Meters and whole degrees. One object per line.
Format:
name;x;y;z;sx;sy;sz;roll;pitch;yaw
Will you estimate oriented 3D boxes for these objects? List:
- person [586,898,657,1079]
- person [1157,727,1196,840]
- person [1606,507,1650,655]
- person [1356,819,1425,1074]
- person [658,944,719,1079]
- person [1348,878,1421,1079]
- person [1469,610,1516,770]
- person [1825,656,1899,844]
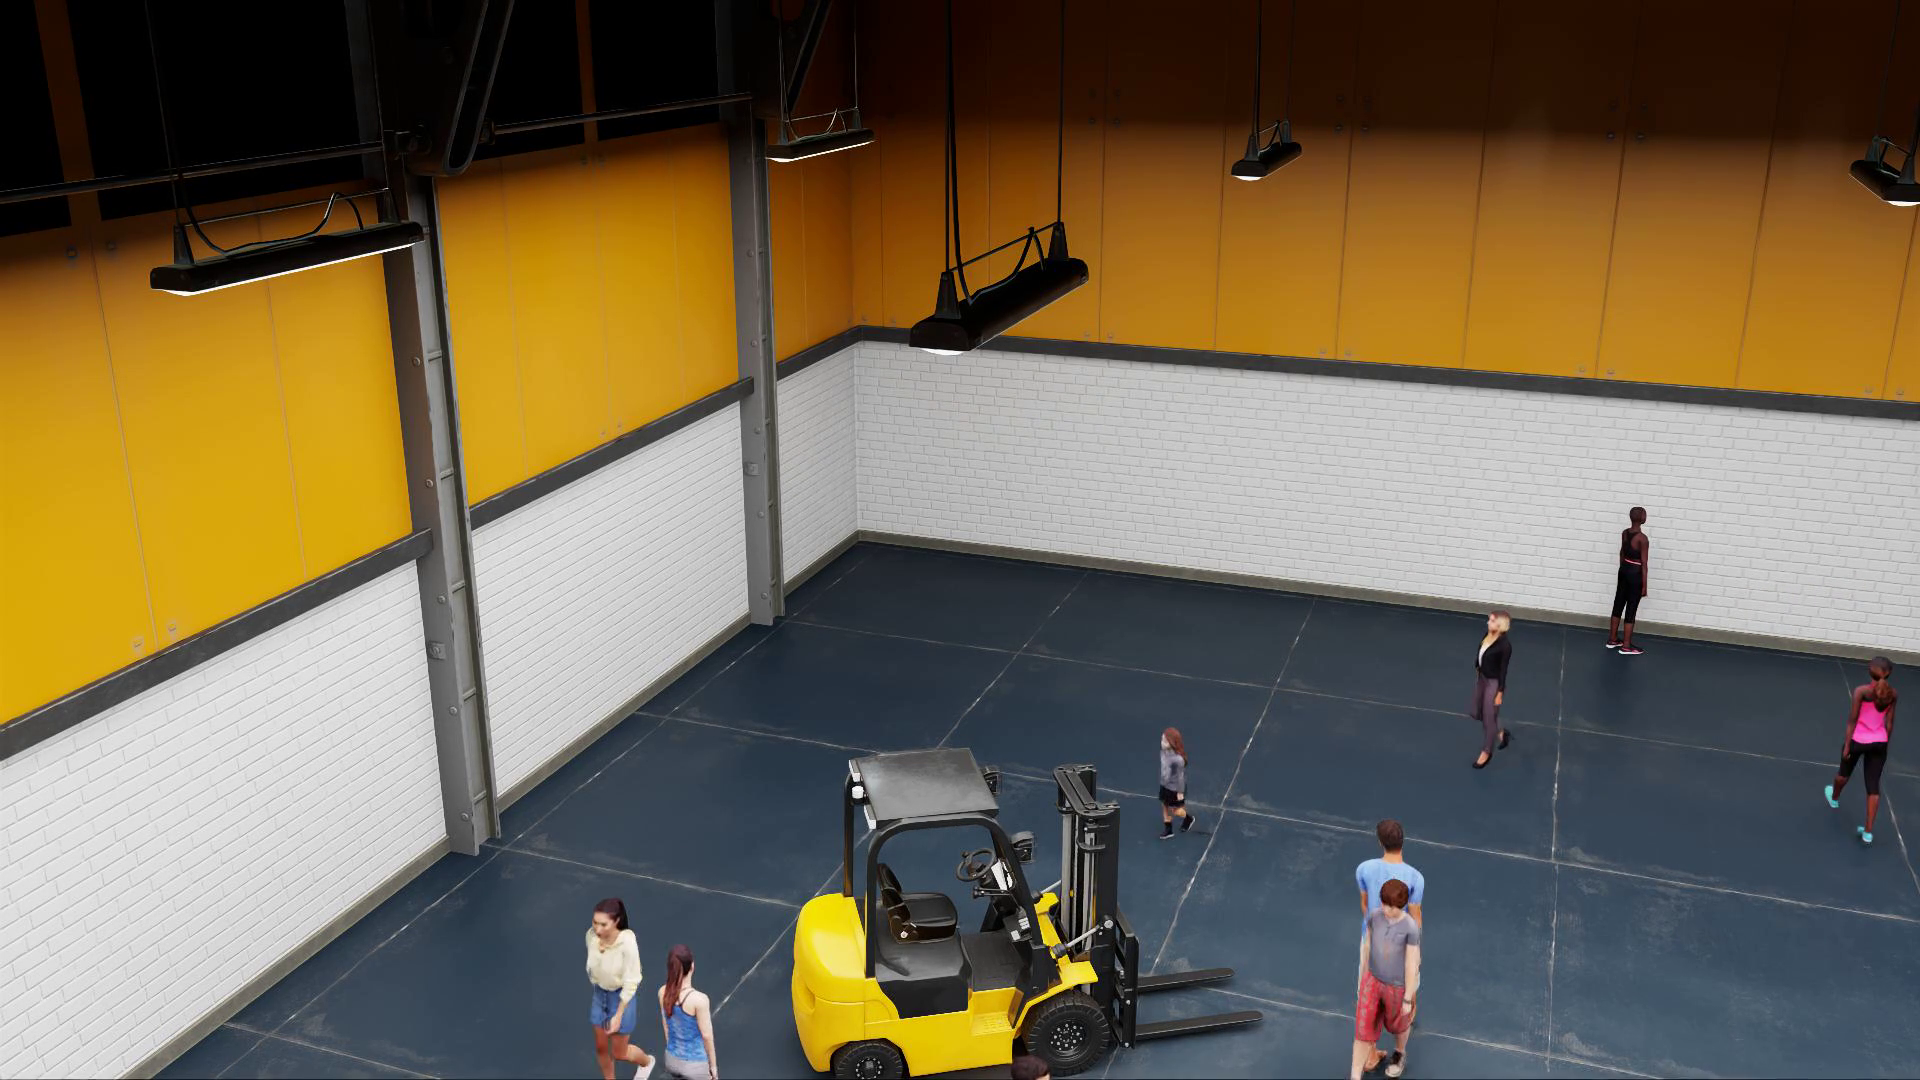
person;-2.327;3.168;11.478;0.740;1.614;0.826;14;23;36
person;1.973;2.208;15.133;0.695;1.101;0.630;-10;21;-26
person;7.782;0.450;19.323;0.724;1.758;0.649;-6;20;-18
person;3.016;2.933;11.863;0.727;1.814;1.152;10;21;27
person;-1.794;3.419;10.783;0.679;1.582;0.890;12;22;31
person;3.046;3.101;11.684;0.810;1.610;1.109;14;23;36
person;5.329;1.474;16.436;0.846;1.660;0.805;-4;19;-13
person;8.264;1.922;15.099;0.727;1.665;1.172;3;19;10
